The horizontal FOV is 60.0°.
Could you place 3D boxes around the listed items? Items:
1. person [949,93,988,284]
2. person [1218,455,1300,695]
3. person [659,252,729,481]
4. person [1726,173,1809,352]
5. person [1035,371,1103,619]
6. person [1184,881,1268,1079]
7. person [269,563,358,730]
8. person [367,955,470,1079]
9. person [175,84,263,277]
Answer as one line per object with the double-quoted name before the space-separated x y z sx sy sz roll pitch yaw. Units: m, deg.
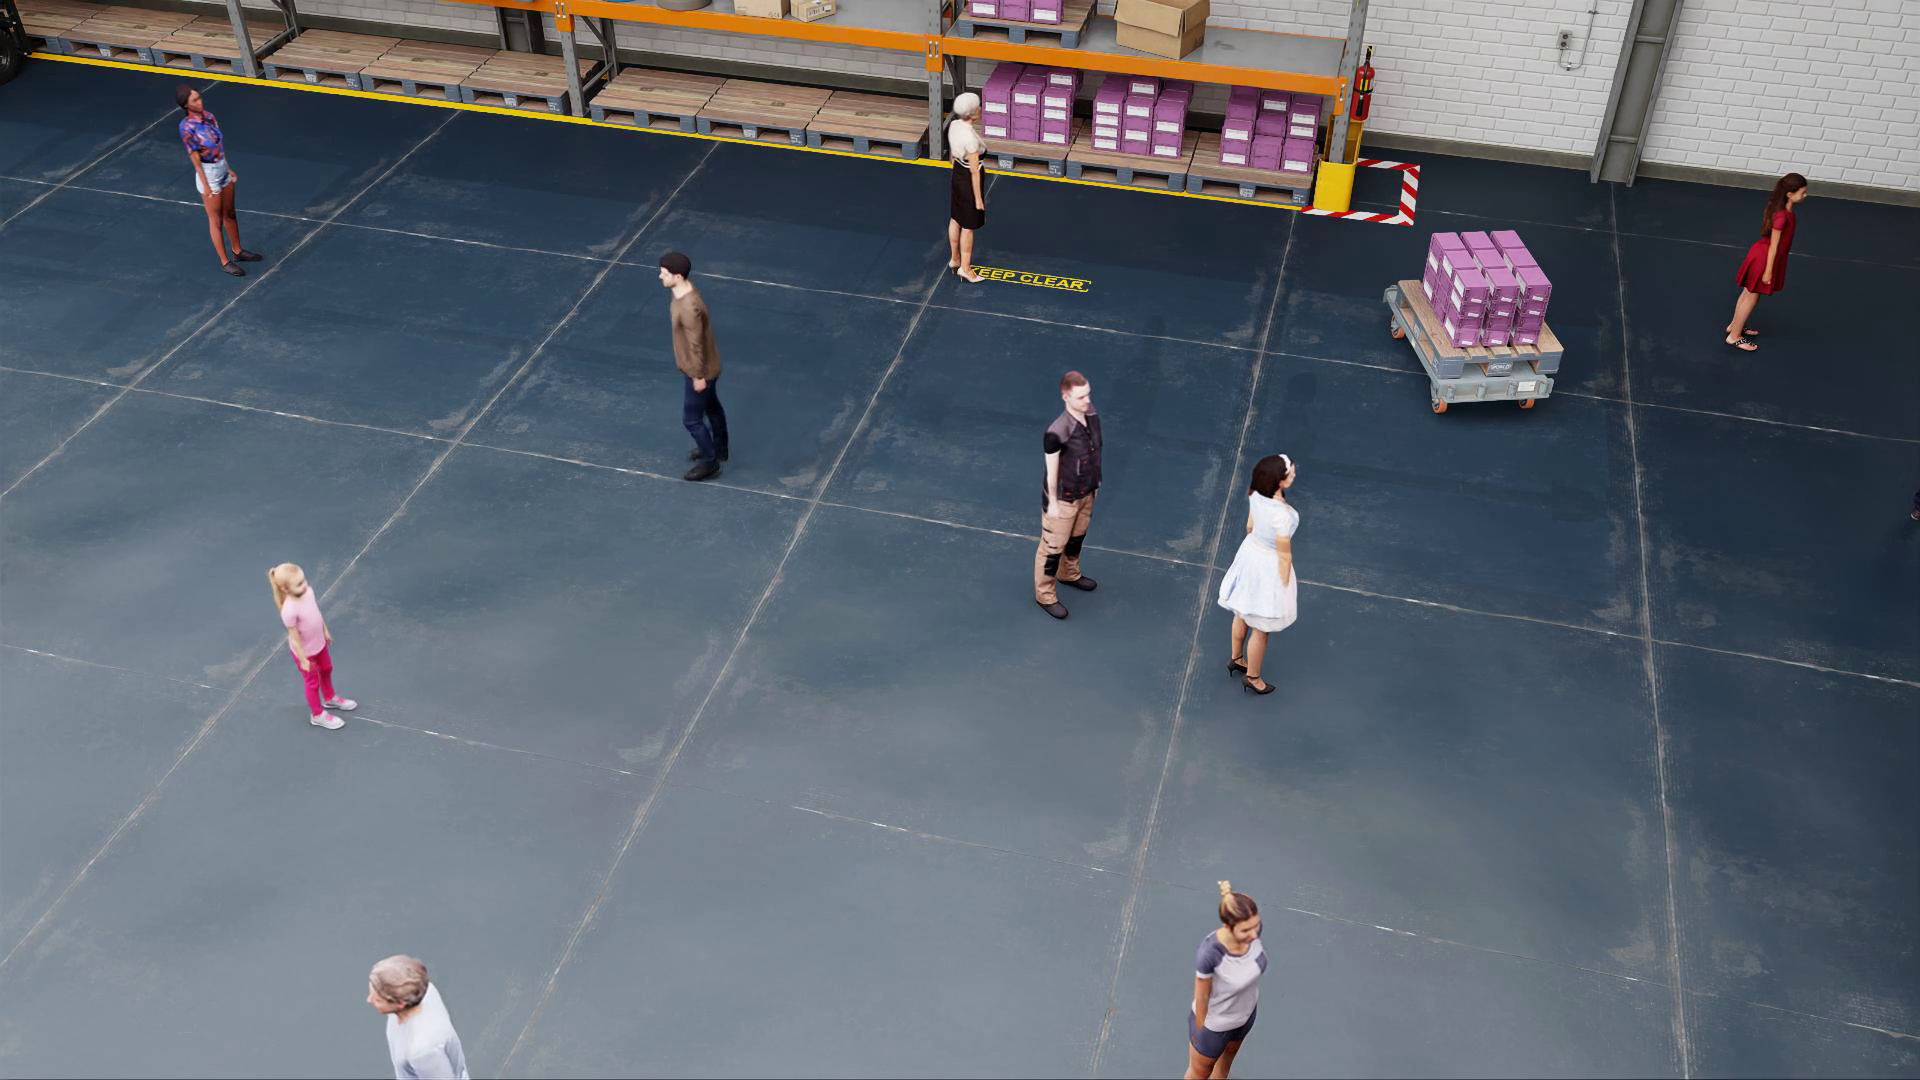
"person" 0.048 -3.111 14.689 0.747 1.754 0.715 -15 41 -18
"person" 1.907 0.220 10.467 0.906 1.818 0.854 -14 41 -16
"person" -1.919 -1.310 12.335 0.813 1.878 0.780 -8 39 -10
"person" 6.736 -2.350 13.898 0.627 1.553 0.573 14 41 17
"person" 0.725 -0.349 11.160 0.731 1.841 0.762 26 45 28
"person" 1.275 2.270 8.055 0.676 1.625 0.710 -28 46 -30
"person" -4.077 0.642 10.379 0.496 1.268 0.500 5 39 6
"person" -2.360 2.506 7.546 0.791 1.892 0.743 -18 42 -21
"person" -6.665 -3.229 14.848 0.510 1.741 0.570 9 39 11
